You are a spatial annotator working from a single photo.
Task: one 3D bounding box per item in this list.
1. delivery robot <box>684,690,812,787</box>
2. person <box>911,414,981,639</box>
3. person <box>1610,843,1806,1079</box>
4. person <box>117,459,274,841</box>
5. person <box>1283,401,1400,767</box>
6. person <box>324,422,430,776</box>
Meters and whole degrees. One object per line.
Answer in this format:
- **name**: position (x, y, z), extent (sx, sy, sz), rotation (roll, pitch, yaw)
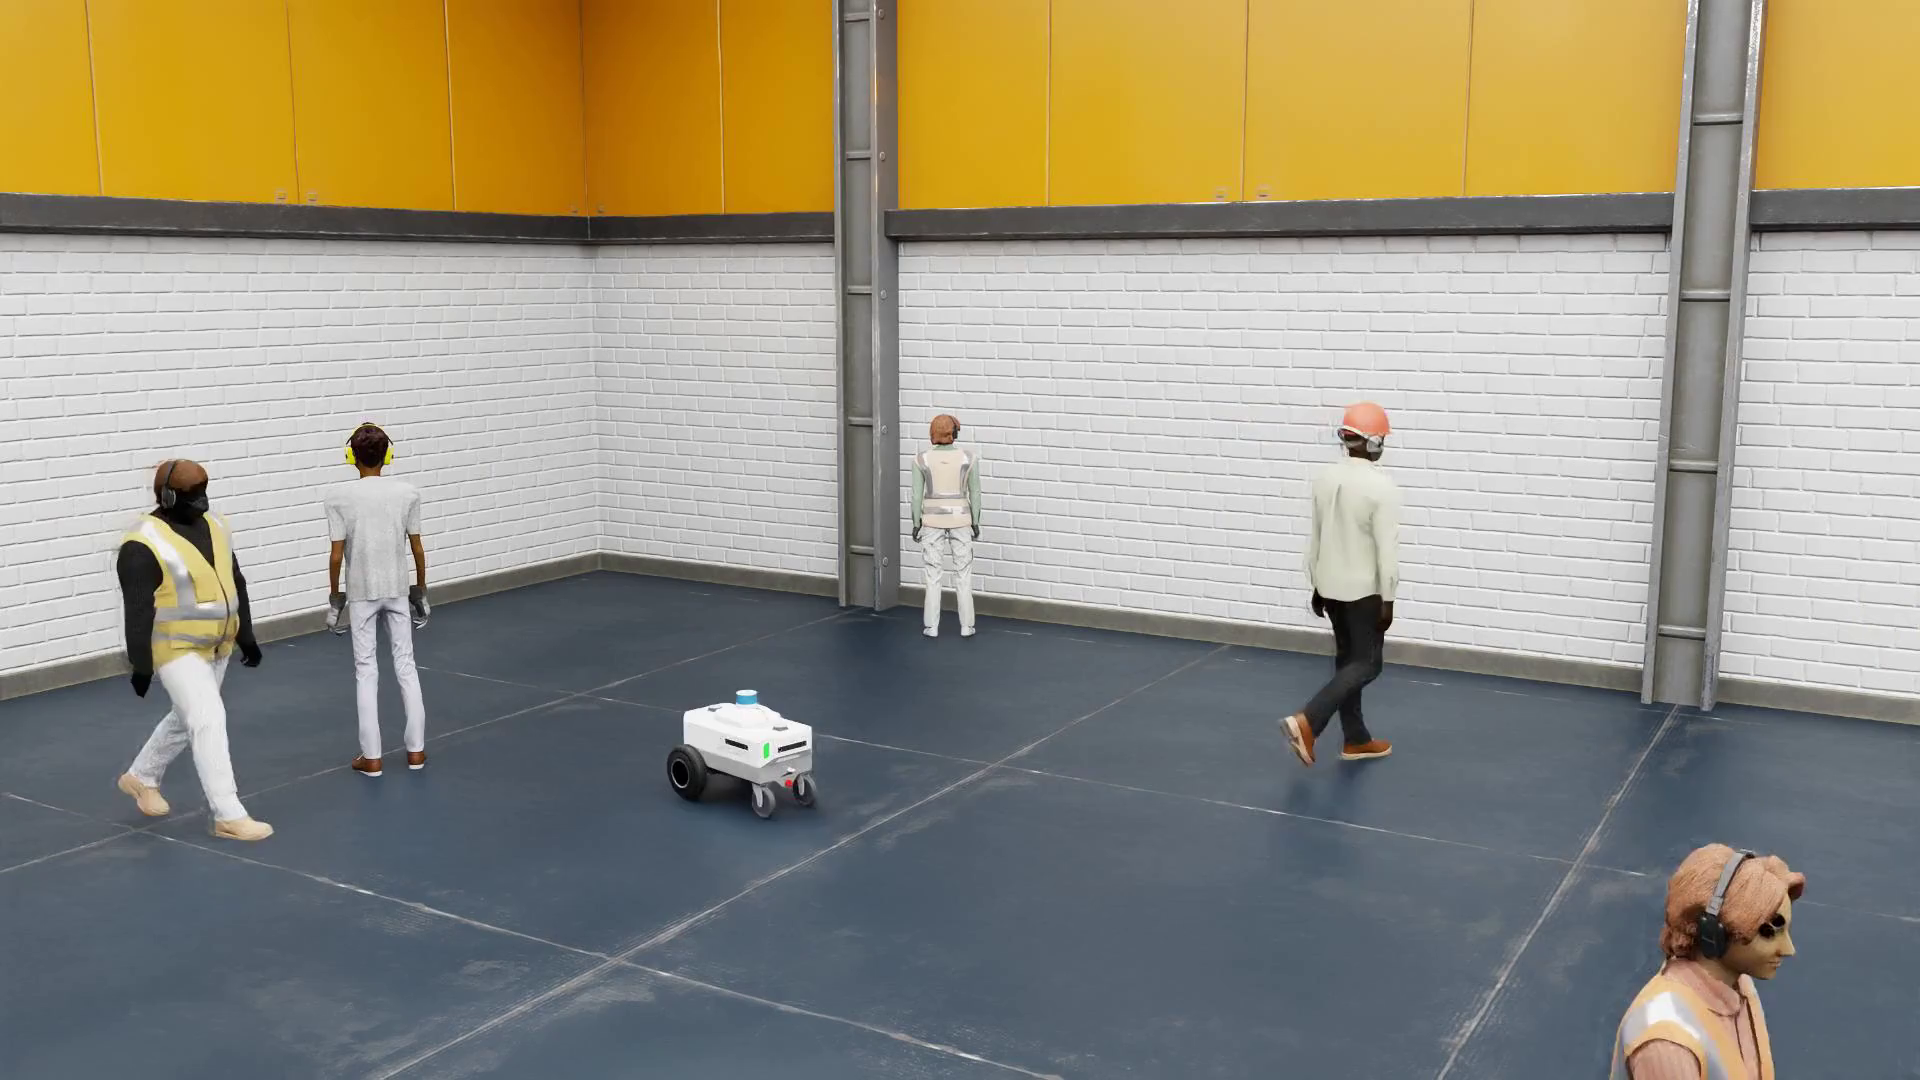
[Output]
- **delivery robot**: position (-1.064, 0.996, 8.334), extent (0.707, 0.478, 0.477), rotation (9, 13, 43)
- **person**: position (-0.100, -0.093, 12.059), extent (0.513, 1.637, 0.313), rotation (0, 9, -1)
- **person**: position (1.412, 1.353, 3.169), extent (0.895, 1.593, 0.523), rotation (8, 12, 42)
- **person**: position (-3.699, 0.497, 7.873), extent (0.924, 1.803, 0.621), rotation (2, 9, 13)
- **person**: position (2.033, 0.254, 8.840), extent (0.753, 1.977, 0.630), rotation (-5, 10, -28)
- **person**: position (-3.083, 0.313, 8.805), extent (0.535, 1.868, 0.309), rotation (-6, 11, -32)
